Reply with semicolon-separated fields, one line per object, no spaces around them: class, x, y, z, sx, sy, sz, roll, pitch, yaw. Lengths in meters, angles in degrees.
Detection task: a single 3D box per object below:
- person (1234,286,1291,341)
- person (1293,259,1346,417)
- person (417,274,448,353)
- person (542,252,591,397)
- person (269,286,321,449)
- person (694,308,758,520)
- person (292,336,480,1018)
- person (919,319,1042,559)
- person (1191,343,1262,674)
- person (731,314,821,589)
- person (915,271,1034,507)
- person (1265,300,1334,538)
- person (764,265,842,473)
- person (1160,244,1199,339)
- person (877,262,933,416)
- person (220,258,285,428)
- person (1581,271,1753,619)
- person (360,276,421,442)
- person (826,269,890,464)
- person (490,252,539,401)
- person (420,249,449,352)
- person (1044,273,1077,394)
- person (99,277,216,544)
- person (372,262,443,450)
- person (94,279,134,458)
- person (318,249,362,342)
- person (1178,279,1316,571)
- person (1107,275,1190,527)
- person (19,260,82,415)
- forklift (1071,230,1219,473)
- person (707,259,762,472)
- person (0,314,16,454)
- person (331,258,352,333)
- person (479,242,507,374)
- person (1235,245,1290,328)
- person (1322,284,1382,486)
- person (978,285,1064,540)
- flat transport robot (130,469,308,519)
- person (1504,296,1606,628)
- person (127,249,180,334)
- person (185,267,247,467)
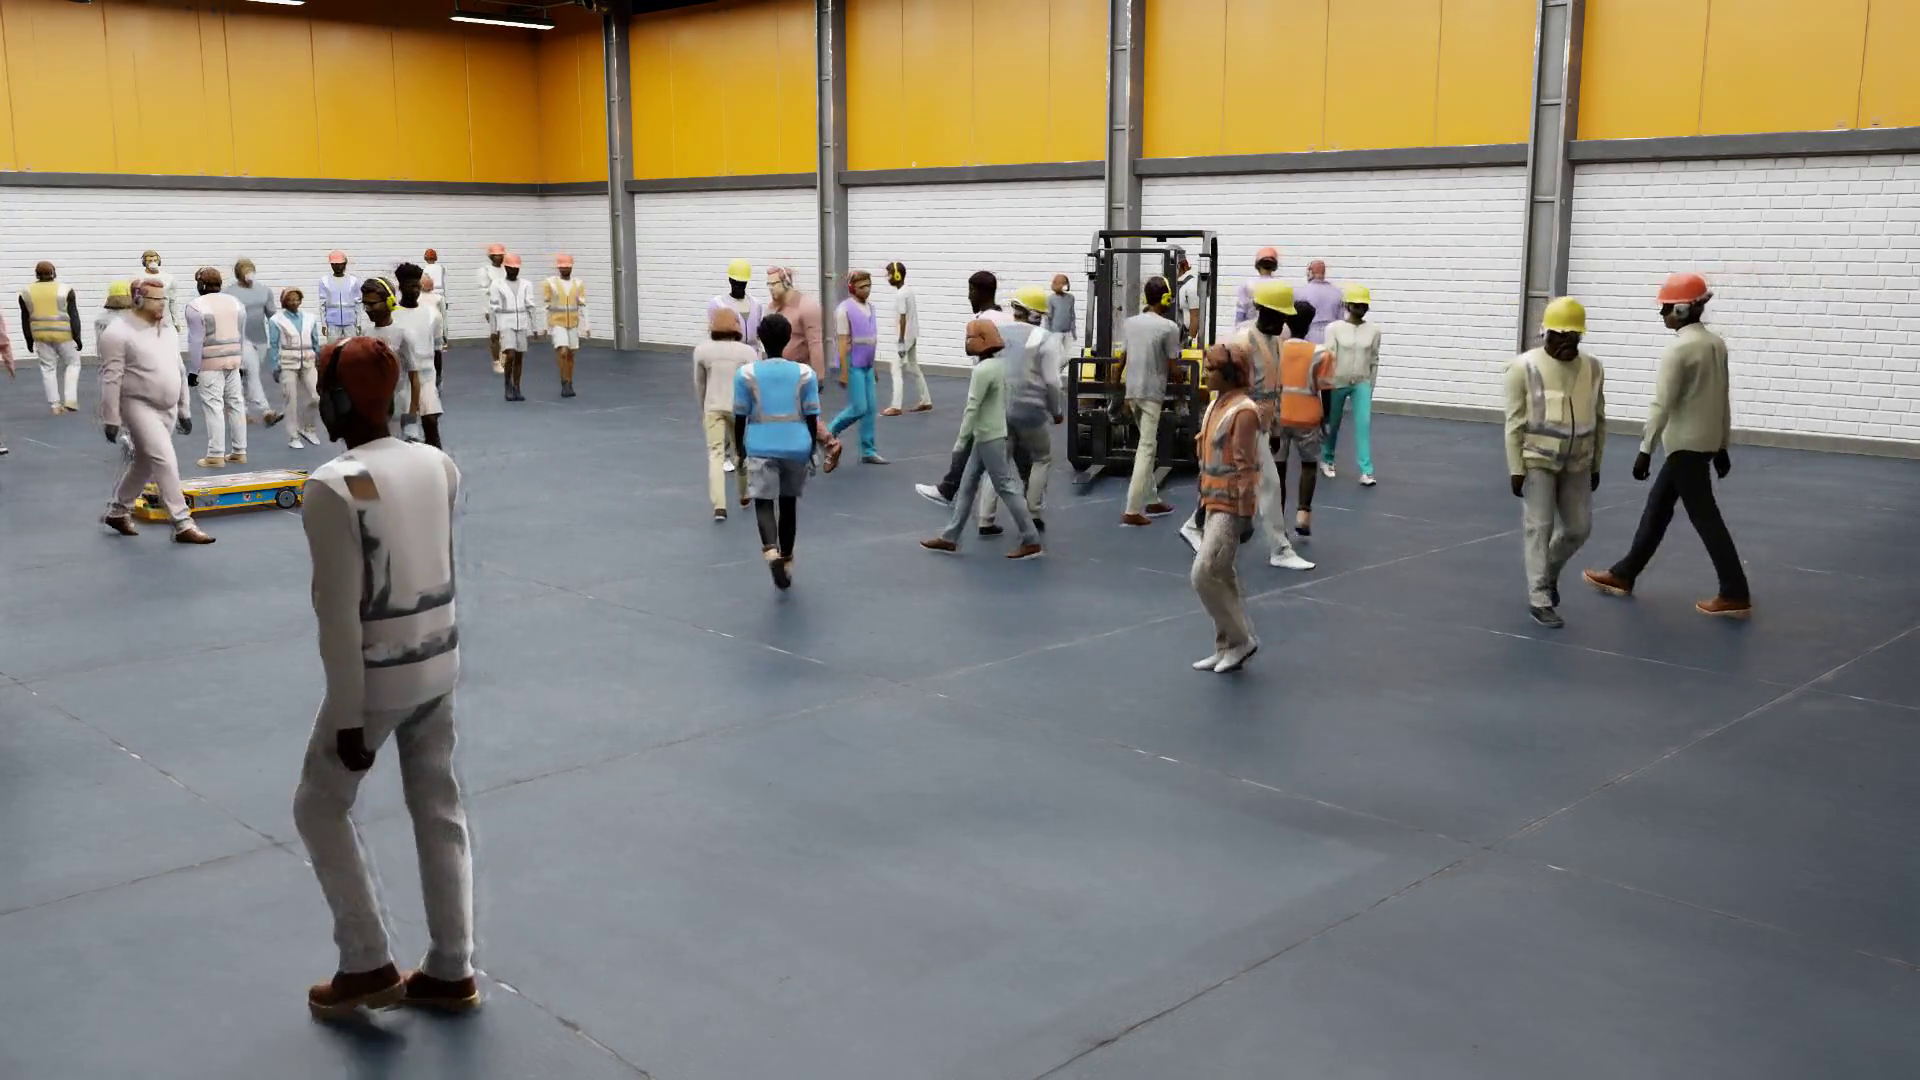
person;2.526;-1.289;14.004;0.523;1.740;0.677;5;11;24
person;3.966;-2.151;18.363;0.666;1.872;0.816;-3;11;-17
person;-7.053;-2.716;22.093;0.527;1.620;0.556;-5;12;-27
person;-5.165;-2.823;21.896;0.572;1.909;0.660;-7;12;-32
person;-6.617;-1.711;16.595;0.399;1.622;0.548;9;14;40
person;-1.781;-0.967;12.675;0.505;1.576;0.903;0;10;-1
person;-1.586;0.385;4.519;0.577;1.865;0.574;5;11;24
person;0.160;-0.661;10.973;0.857;1.583;0.516;2;11;11
person;1.259;-0.139;8.042;0.386;1.619;0.537;-2;10;-8
person;-1.092;-0.523;10.037;0.541;1.671;0.744;-3;11;-14
person;0.188;-1.152;12.933;1.042;1.848;0.628;3;11;18
person;2.321;-0.820;11.580;0.547;1.680;0.359;3;11;18
person;-1.405;-1.454;14.538;0.660;1.878;0.580;10;14;43
person;2.323;-2.237;18.340;0.538;2.000;0.683;-8;13;-38
person;-0.672;-2.388;19.814;0.546;1.821;0.735;2;11;11
person;-7.889;-2.198;18.589;1.057;1.870;0.635;7;12;32
person;4.101;-0.549;9.456;1.044;1.929;0.615;10;14;43
person;-3.760;-0.785;10.913;0.511;1.865;0.329;5;12;27
person;-0.995;-1.598;15.451;0.583;1.823;0.616;5;12;26
person;-5.715;-2.730;21.366;0.561;1.912;0.561;-8;13;-37
person;-9.600;-4.355;30.325;0.576;1.882;0.355;-9;14;-40
person;1.346;-2.790;22.488;0.531;1.619;0.405;-7;13;-35
person;-5.692;-0.909;11.636;0.997;1.856;0.648;2;11;13
person;-4.604;-1.358;13.926;0.606;1.918;1.024;-7;12;-32
person;-8.042;-1.648;16.022;0.490;1.714;0.780;-2;11;-10
person;-8.393;-2.960;22.566;0.545;1.938;0.360;-4;11;-23
person;1.844;-0.764;10.793;0.982;1.868;0.613;6;12;31
person;1.438;-1.033;12.366;0.825;1.825;0.535;-9;14;-42
person;-10.789;-2.398;19.780;0.661;1.831;0.474;-2;11;-12
forklift;1.804;-1.825;15.677;1.214;2.155;2.313;2;11;13
person;-2.011;-1.585;15.120;0.585;1.920;0.382;-10;14;-43
person;-9.643;-1.719;16.389;0.902;1.718;0.538;7;13;35
person;-9.391;-3.424;25.361;0.378;1.840;0.531;3;11;16
person;-7.077;-3.554;25.561;0.424;2.026;0.618;9;14;40
person;3.318;-2.209;18.243;0.631;2.020;0.538;-2;11;-12
person;3.371;-1.349;14.401;0.533;1.716;0.948;-1;10;-3
person;0.434;-0.887;11.706;0.602;1.779;0.674;8;13;36
flat transport robot;-5.715;-0.372;13.004;1.431;0.197;0.652;-10;14;-44
person;3.274;-0.440;9.175;0.595;1.806;0.516;-1;10;-7
person;-10.799;-2.919;22.340;0.630;1.940;0.372;-10;14;-44
person;-6.889;-1.595;15.383;0.429;1.845;0.621;5;11;23
